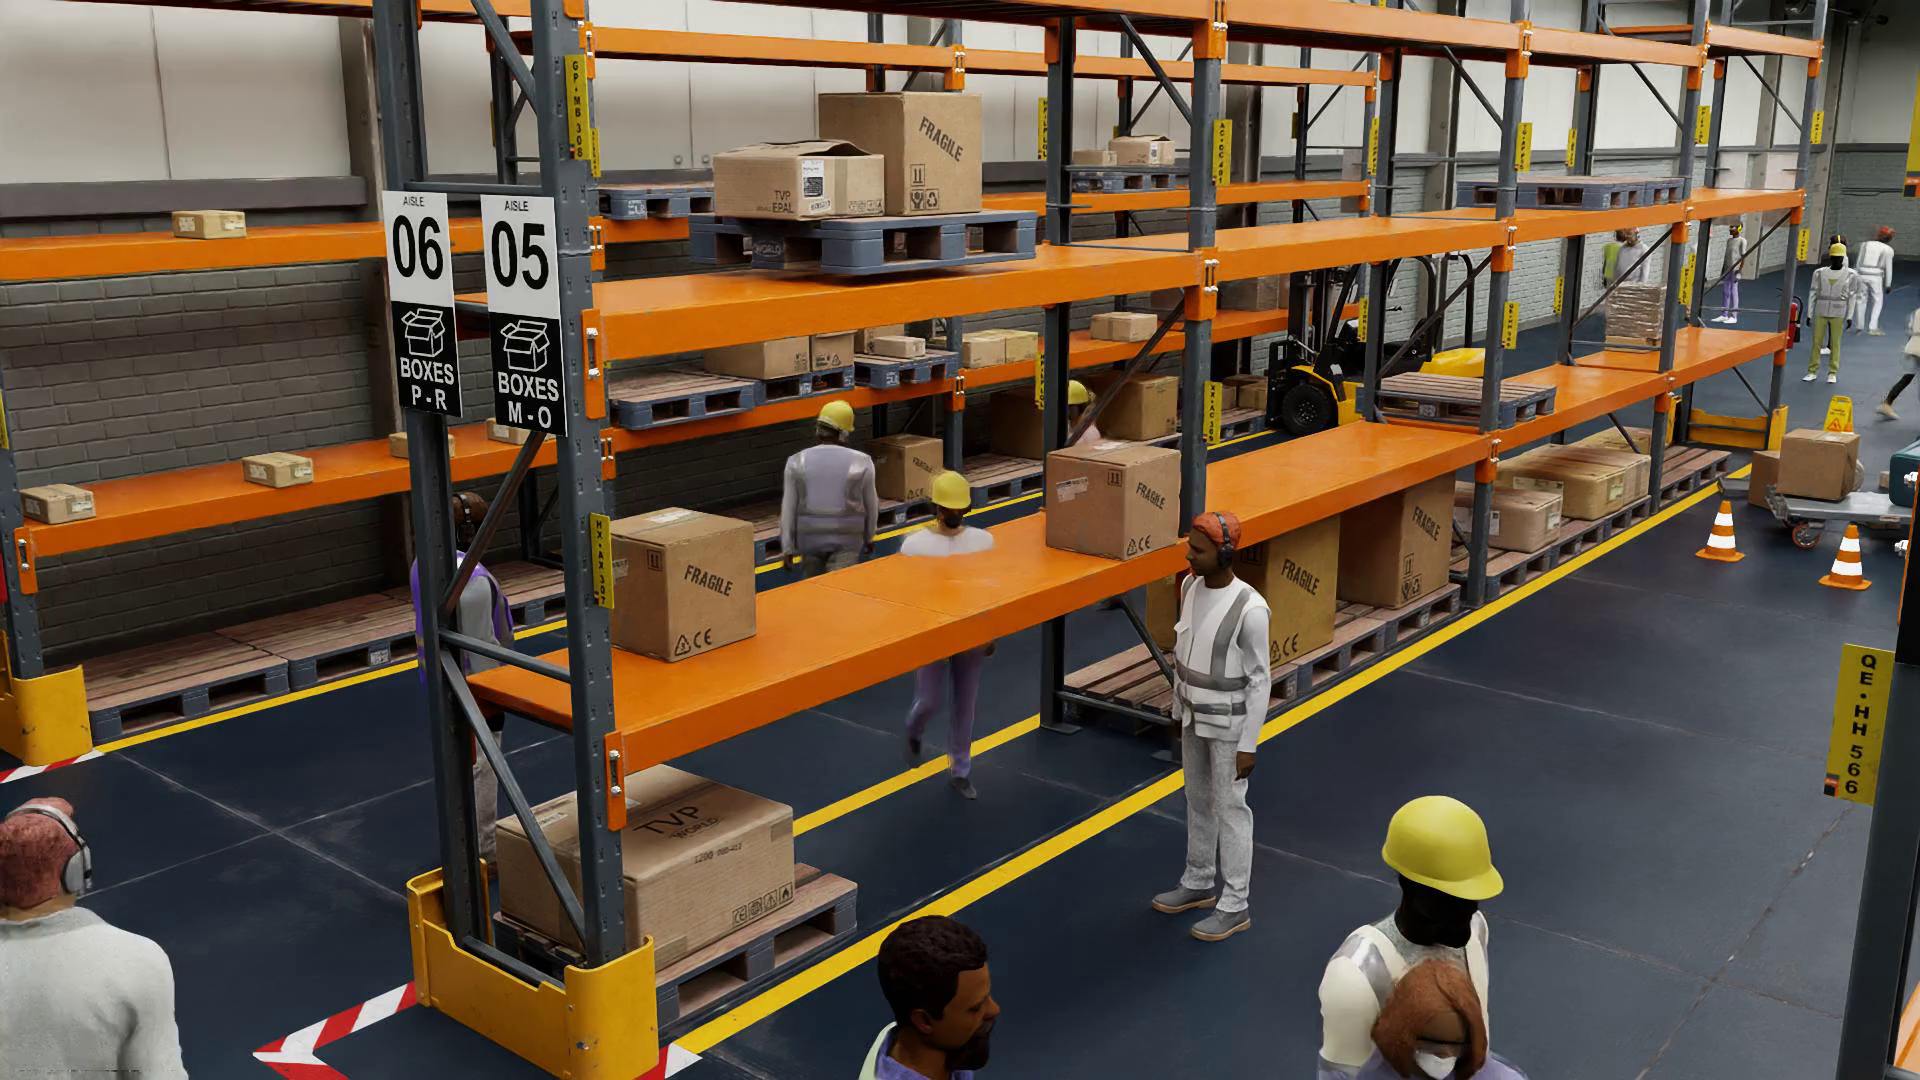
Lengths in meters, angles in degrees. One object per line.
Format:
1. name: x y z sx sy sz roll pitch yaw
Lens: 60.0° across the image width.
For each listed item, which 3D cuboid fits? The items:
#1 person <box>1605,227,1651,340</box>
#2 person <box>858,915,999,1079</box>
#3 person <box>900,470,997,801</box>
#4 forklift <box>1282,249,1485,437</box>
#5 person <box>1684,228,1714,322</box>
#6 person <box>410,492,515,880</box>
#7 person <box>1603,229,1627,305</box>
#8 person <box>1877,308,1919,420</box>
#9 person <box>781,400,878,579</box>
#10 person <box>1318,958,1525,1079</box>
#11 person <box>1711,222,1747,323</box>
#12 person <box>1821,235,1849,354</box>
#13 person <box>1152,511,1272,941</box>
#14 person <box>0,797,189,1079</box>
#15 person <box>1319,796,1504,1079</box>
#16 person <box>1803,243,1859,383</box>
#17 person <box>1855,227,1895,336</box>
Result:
1. person: 11.106 -4.249 27.649 0.407 1.908 0.641 -9 16 -32
2. person: -0.092 1.678 3.488 0.391 1.920 0.587 1 14 2
3. person: -0.074 0.477 8.727 0.535 1.754 0.482 -5 15 -20
4. forklift: 4.886 -2.214 18.767 2.313 2.155 1.214 11 18 38
5. person: 13.584 -4.876 30.518 0.573 1.746 0.345 -13 19 -41
6. person: -2.282 0.678 7.744 0.429 1.837 0.626 -11 17 -37
7. person: 11.481 -4.562 29.090 0.449 1.830 0.561 -10 17 -36
8. person: 11.574 -2.265 20.096 0.836 1.650 0.539 -3 14 -11
9. person: -0.823 -0.014 10.676 0.600 1.766 0.972 1 14 5
10. person: 1.074 1.732 3.894 0.501 1.615 0.535 2 14 8
11. person: 14.072 -4.896 30.356 0.328 1.872 0.512 -4 14 -14
12. person: 13.704 -3.839 26.080 0.334 1.860 0.509 8 16 30
13. person: 1.096 0.791 7.172 0.337 1.882 0.585 -7 15 -25
14. person: -2.230 1.537 4.191 0.649 1.853 0.978 -3 14 -11
15. person: 1.106 1.526 4.090 0.595 1.925 0.373 -12 18 -41
16. person: 12.092 -3.148 23.113 0.594 1.928 0.364 10 17 36
17. person: 15.640 -4.430 28.493 0.396 1.858 0.676 -10 17 -35
